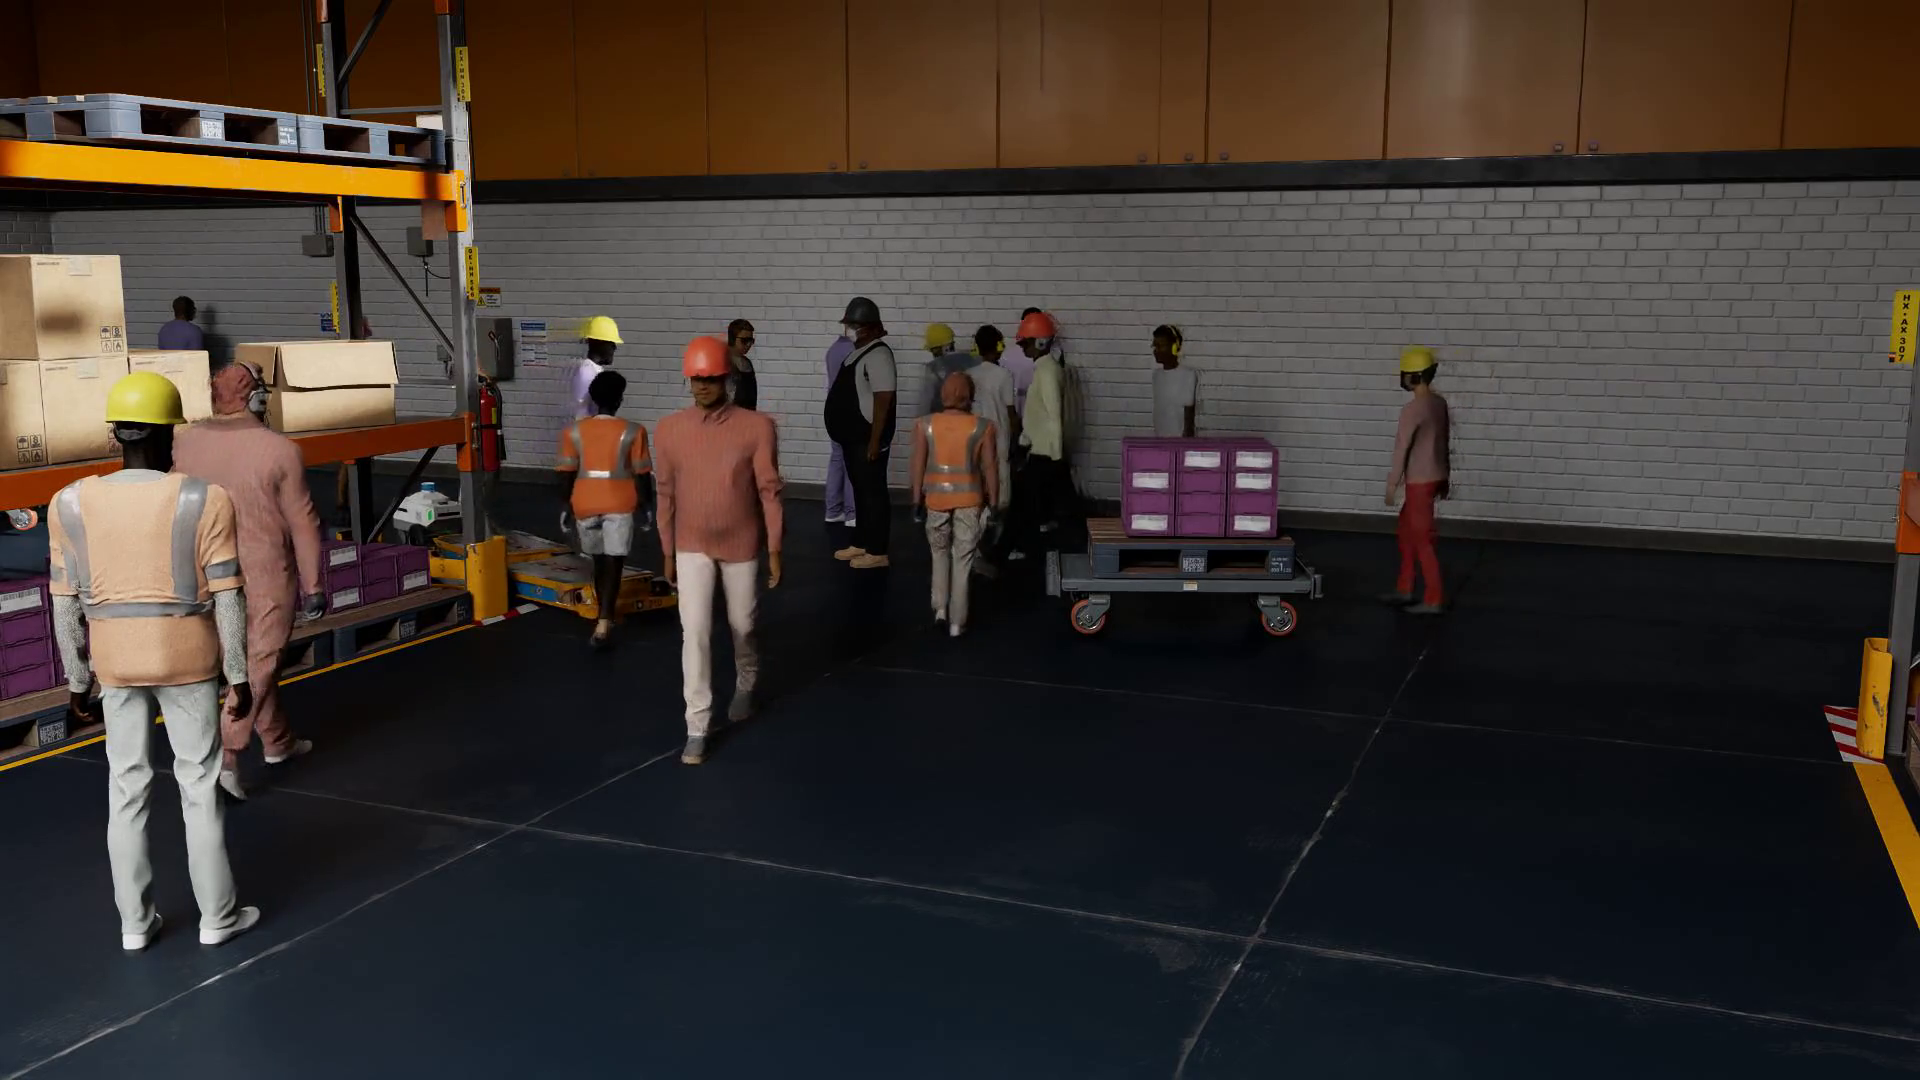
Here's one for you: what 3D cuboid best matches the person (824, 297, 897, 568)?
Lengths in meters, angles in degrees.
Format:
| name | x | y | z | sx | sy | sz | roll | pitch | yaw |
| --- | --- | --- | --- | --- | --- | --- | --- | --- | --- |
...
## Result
| name | x | y | z | sx | sy | sz | roll | pitch | yaw |
| --- | --- | --- | --- | --- | --- | --- | --- | --- | --- |
| person | -0.757 | -0.814 | 12.574 | 0.538 | 2.000 | 0.684 | -3 | 10 | -20 |

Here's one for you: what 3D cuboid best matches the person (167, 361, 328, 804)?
| name | x | y | z | sx | sy | sz | roll | pitch | yaw |
| --- | --- | --- | --- | --- | --- | --- | --- | --- | --- |
| person | -3.095 | 0.162 | 7.196 | 0.657 | 1.872 | 0.948 | 2 | 10 | 12 |

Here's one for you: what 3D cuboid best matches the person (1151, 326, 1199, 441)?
| name | x | y | z | sx | sy | sz | roll | pitch | yaw |
| --- | --- | --- | --- | --- | --- | --- | --- | --- | --- |
| person | 1.513 | -0.657 | 12.264 | 0.952 | 1.821 | 0.543 | -7 | 12 | -36 |

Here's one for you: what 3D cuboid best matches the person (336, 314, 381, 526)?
| name | x | y | z | sx | sy | sz | roll | pitch | yaw |
| --- | --- | --- | --- | --- | --- | --- | --- | --- | --- |
| person | -5.265 | -1.039 | 14.419 | 0.434 | 1.897 | 0.553 | -3 | 10 | -19 |

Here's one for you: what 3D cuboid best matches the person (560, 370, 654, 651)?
| name | x | y | z | sx | sy | sz | roll | pitch | yaw |
| --- | --- | --- | --- | --- | --- | --- | --- | --- | --- |
| person | -2.131 | -0.185 | 9.957 | 0.560 | 1.654 | 0.818 | 1 | 9 | 9 |

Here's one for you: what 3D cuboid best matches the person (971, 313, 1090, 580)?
| name | x | y | z | sx | sy | sz | roll | pitch | yaw |
| --- | --- | --- | --- | --- | --- | --- | --- | --- | --- |
| person | 0.565 | -0.658 | 11.966 | 1.063 | 1.934 | 0.616 | 1 | 9 | 8 |

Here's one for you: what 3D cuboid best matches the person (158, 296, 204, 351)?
| name | x | y | z | sx | sy | sz | roll | pitch | yaw |
| --- | --- | --- | --- | --- | --- | --- | --- | --- | --- |
| person | -8.581 | -1.732 | 18.445 | 0.630 | 1.938 | 0.366 | 5 | 10 | 26 |

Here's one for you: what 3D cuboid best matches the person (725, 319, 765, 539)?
| name | x | y | z | sx | sy | sz | roll | pitch | yaw |
| --- | --- | --- | --- | --- | --- | --- | --- | --- | --- |
| person | -1.807 | -0.876 | 13.562 | 0.344 | 1.839 | 0.505 | 4 | 10 | 22 |

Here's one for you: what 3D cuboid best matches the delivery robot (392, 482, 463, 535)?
| name | x | y | z | sx | sy | sz | roll | pitch | yaw |
| --- | --- | --- | --- | --- | --- | --- | --- | --- | --- |
| delivery robot | -4.194 | -0.212 | 13.136 | 0.477 | 0.478 | 0.707 | -8 | 13 | -42 |

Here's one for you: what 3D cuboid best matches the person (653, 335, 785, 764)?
| name | x | y | z | sx | sy | sz | roll | pitch | yaw |
| --- | --- | --- | --- | --- | --- | --- | --- | --- | --- |
| person | -1.131 | -0.001 | 7.930 | 0.621 | 1.960 | 0.970 | 0 | 9 | 1 |

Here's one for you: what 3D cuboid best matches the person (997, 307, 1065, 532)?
| name | x | y | z | sx | sy | sz | roll | pitch | yaw |
| --- | --- | --- | --- | --- | --- | --- | --- | --- | --- |
| person | 0.605 | -1.019 | 14.197 | 0.596 | 1.914 | 0.369 | 2 | 10 | 10 |

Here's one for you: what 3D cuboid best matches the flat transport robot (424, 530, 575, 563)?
| name | x | y | z | sx | sy | sz | roll | pitch | yaw |
| --- | --- | --- | --- | --- | --- | --- | --- | --- | --- |
| flat transport robot | -3.436 | 0.103 | 12.366 | 0.652 | 0.197 | 1.431 | -7 | 12 | -37 |

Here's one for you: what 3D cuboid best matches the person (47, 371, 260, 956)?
| name | x | y | z | sx | sy | sz | roll | pitch | yaw |
| --- | --- | --- | --- | --- | --- | --- | --- | --- | --- |
| person | -2.651 | 0.409 | 5.508 | 0.592 | 1.925 | 0.385 | -1 | 9 | -6 |

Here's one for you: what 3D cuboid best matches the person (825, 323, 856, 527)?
| name | x | y | z | sx | sy | sz | roll | pitch | yaw |
| --- | --- | --- | --- | --- | --- | --- | --- | --- | --- |
| person | -0.920 | -1.059 | 14.534 | 0.400 | 1.895 | 0.657 | -6 | 11 | -34 |

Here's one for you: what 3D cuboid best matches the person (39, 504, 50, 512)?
| name | x | y | z | sx | sy | sz | roll | pitch | yaw |
| --- | --- | --- | --- | --- | --- | --- | --- | --- | --- |
| person | -5.302 | -0.348 | 9.975 | 0.606 | 1.966 | 0.367 | 4 | 10 | 23 |

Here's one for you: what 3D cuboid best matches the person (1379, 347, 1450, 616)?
| name | x | y | z | sx | sy | sz | roll | pitch | yaw |
| --- | --- | --- | --- | --- | --- | --- | --- | --- | --- |
| person | 2.933 | -0.384 | 10.862 | 0.658 | 1.740 | 0.544 | 8 | 12 | 40 |

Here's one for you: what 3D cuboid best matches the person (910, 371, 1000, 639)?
| name | x | y | z | sx | sy | sz | roll | pitch | yaw |
| --- | --- | --- | --- | --- | --- | --- | --- | --- | --- |
| person | -0.019 | -0.217 | 10.196 | 0.545 | 1.621 | 0.460 | 2 | 10 | 12 |

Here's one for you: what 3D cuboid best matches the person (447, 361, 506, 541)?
| name | x | y | z | sx | sy | sz | roll | pitch | yaw |
| --- | --- | --- | --- | --- | --- | --- | --- | --- | --- |
| person | -3.529 | -0.550 | 12.256 | 0.437 | 1.607 | 0.524 | -5 | 11 | -27 |

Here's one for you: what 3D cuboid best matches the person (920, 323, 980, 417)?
| name | x | y | z | sx | sy | sz | roll | pitch | yaw |
| --- | --- | --- | --- | --- | --- | --- | --- | --- | --- |
| person | -0.052 | -0.997 | 14.488 | 0.655 | 1.787 | 0.432 | -7 | 11 | -35 |

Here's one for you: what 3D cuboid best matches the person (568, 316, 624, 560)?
| name | x | y | z | sx | sy | sz | roll | pitch | yaw |
| --- | --- | --- | --- | --- | --- | --- | --- | --- | --- |
| person | -2.654 | -0.684 | 12.198 | 0.476 | 1.903 | 0.611 | -1 | 9 | -9 |

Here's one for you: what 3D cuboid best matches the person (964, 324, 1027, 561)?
| name | x | y | z | sx | sy | sz | roll | pitch | yaw |
| --- | --- | --- | --- | --- | --- | --- | --- | --- | --- |
| person | 0.246 | -0.706 | 12.588 | 0.668 | 1.841 | 0.540 | -8 | 12 | -40 |

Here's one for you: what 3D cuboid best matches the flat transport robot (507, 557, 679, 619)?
| name | x | y | z | sx | sy | sz | roll | pitch | yaw |
| --- | --- | --- | --- | --- | --- | --- | --- | --- | --- |
| flat transport robot | -2.584 | 0.297 | 11.195 | 1.431 | 0.197 | 0.652 | 9 | 13 | 42 |
